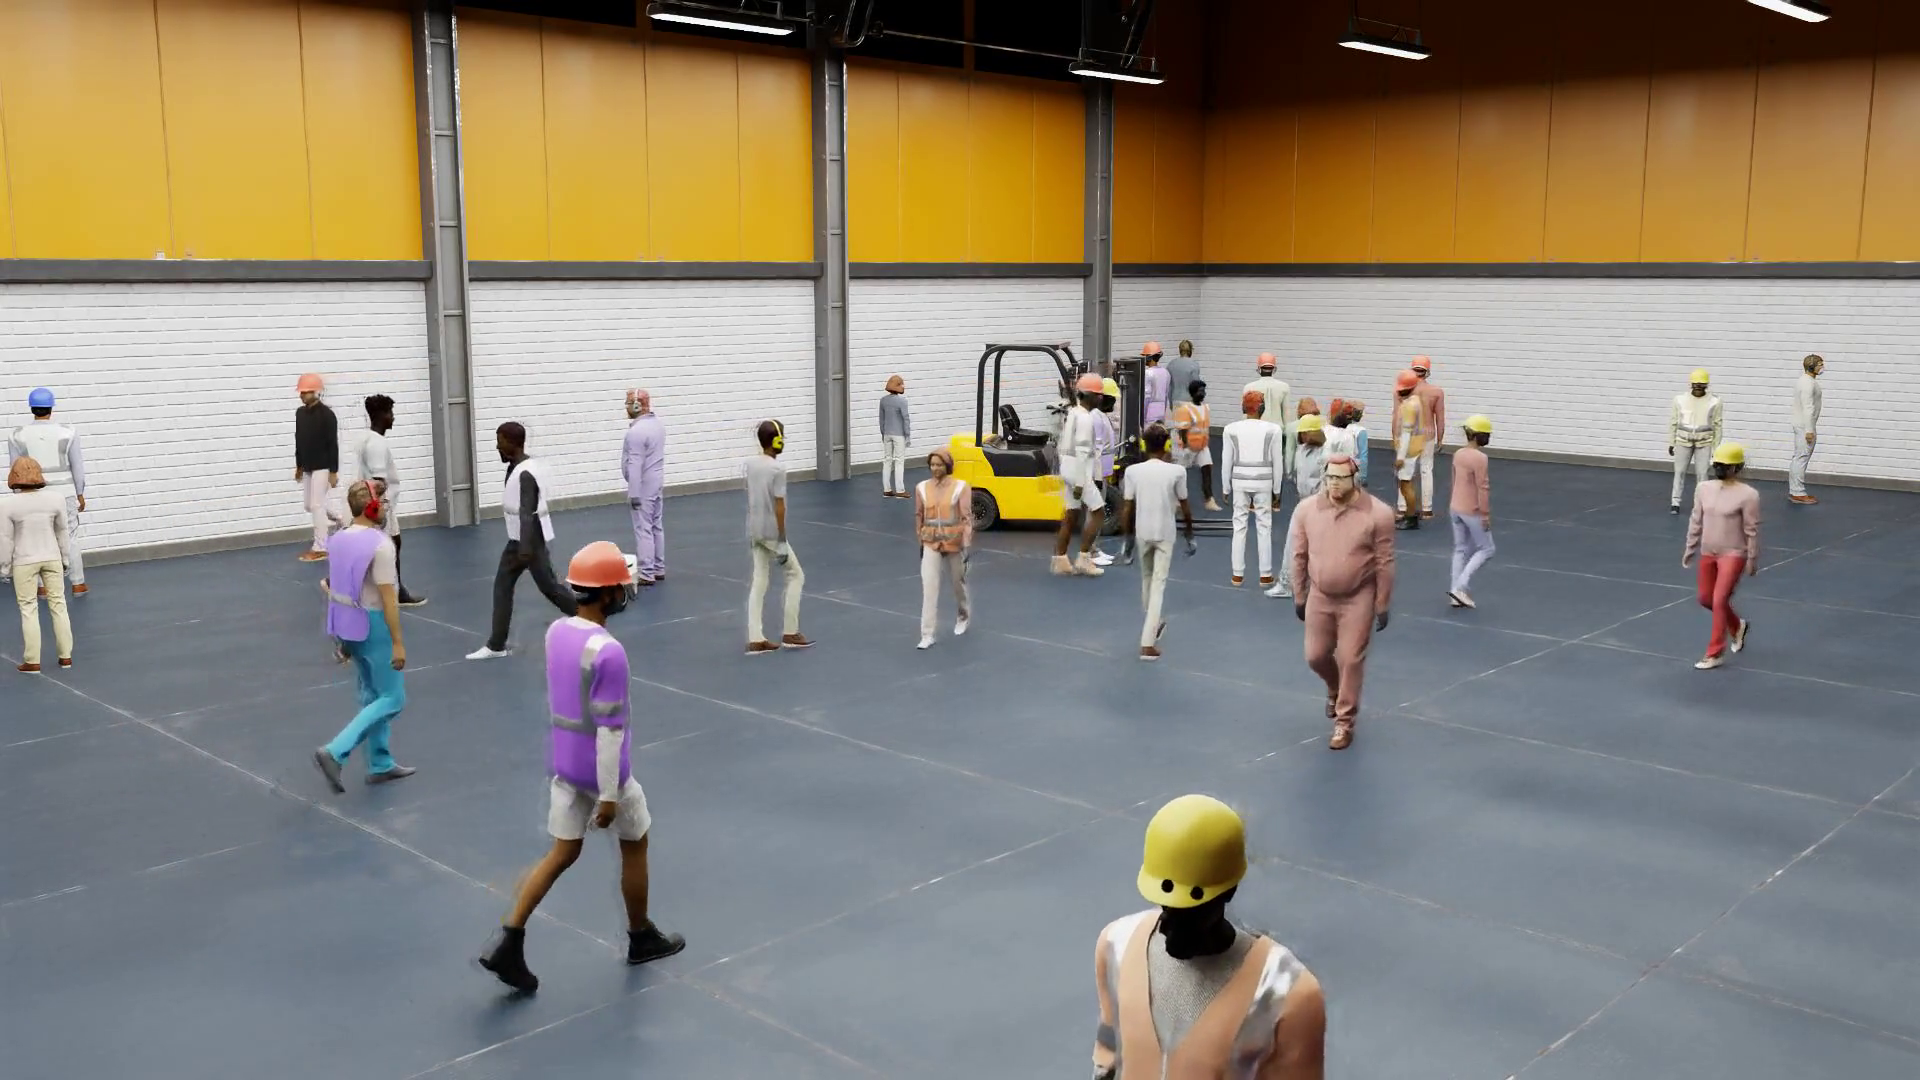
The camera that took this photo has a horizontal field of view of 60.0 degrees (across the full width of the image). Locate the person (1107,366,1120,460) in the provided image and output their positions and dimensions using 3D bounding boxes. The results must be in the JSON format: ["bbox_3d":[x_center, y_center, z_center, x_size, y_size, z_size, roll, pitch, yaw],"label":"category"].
[{"bbox_3d":[2.094,-1.348,21.381,0.627,1.815,0.753,-6,11,-31],"label":"person"}]

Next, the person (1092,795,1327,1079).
[{"bbox_3d":[0.542,1.482,3.774,0.600,1.902,0.796,7,12,38],"label":"person"}]

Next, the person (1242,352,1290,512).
[{"bbox_3d":[3.814,-1.340,20.780,0.609,1.995,0.378,-1,9,-6],"label":"person"}]

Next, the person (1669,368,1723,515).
[{"bbox_3d":[9.051,-1.203,20.481,0.600,1.824,0.403,5,10,27],"label":"person"}]

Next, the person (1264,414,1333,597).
[{"bbox_3d":[3.164,-0.288,15.222,0.844,1.707,0.499,-6,11,-33],"label":"person"}]

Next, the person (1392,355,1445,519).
[{"bbox_3d":[5.562,-1.247,20.210,0.622,1.993,0.382,3,10,15],"label":"person"}]

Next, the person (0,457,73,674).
[{"bbox_3d":[-6.958,0.188,12.519,0.283,1.633,0.497,8,12,41],"label":"person"}]

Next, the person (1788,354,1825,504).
[{"bbox_3d":[10.995,-1.444,21.592,0.372,1.940,0.632,3,10,20],"label":"person"}]

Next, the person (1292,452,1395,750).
[{"bbox_3d":[2.470,0.361,10.699,0.657,1.890,0.644,5,11,29],"label":"person"}]

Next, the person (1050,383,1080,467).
[{"bbox_3d":[1.417,-1.186,21.019,0.690,1.606,0.524,9,13,43],"label":"person"}]

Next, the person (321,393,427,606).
[{"bbox_3d":[-5.243,-0.331,14.758,0.820,1.947,0.610,-4,10,-21],"label":"person"}]

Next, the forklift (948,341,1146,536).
[{"bbox_3d":[0.977,-1.223,19.452,2.313,2.155,1.214,2,9,11],"label":"forklift"}]

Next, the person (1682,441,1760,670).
[{"bbox_3d":[5.883,0.098,12.736,0.690,1.742,0.525,-5,11,-28],"label":"person"}]

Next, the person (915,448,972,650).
[{"bbox_3d":[-0.114,0.039,13.554,0.512,1.597,0.853,3,10,16],"label":"person"}]

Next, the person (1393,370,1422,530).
[{"bbox_3d":[5.164,-1.035,19.260,0.379,1.879,0.647,2,10,14],"label":"person"}]

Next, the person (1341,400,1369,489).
[{"bbox_3d":[4.173,-0.677,17.810,0.312,1.637,0.512,-5,11,-29],"label":"person"}]

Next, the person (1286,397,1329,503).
[{"bbox_3d":[3.954,-0.802,18.674,0.547,1.609,0.667,4,10,24],"label":"person"}]

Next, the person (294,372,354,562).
[{"bbox_3d":[-6.652,-0.780,17.419,0.629,1.970,0.716,7,12,38],"label":"person"}]

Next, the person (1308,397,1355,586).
[{"bbox_3d":[3.454,-0.437,15.759,0.864,1.852,0.589,-4,10,-25],"label":"person"}]

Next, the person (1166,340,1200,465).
[{"bbox_3d":[3.477,-2.128,25.783,0.371,1.941,0.627,-9,13,-44],"label":"person"}]

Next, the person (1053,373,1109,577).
[{"bbox_3d":[1.215,-0.628,16.346,0.641,2.019,0.620,-2,9,-10],"label":"person"}]

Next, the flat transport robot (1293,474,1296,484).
[{"bbox_3d":[4.993,-0.810,22.801,0.652,0.197,1.431,1,9,3],"label":"flat transport robot"}]

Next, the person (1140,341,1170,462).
[{"bbox_3d":[2.615,-1.696,22.813,0.373,2.042,0.614,7,12,38],"label":"person"}]

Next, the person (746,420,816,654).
[{"bbox_3d":[-1.435,-0.031,13.198,0.704,1.843,0.577,-9,13,-43],"label":"person"}]

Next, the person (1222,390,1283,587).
[{"bbox_3d":[2.794,-0.490,15.907,0.572,1.885,0.358,3,10,16],"label":"person"}]

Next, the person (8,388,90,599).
[{"bbox_3d":[-8.386,-0.426,15.315,0.605,1.949,0.400,-4,10,-22],"label":"person"}]

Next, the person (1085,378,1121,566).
[{"bbox_3d":[1.459,-0.708,17.119,0.384,1.922,0.593,2,9,10],"label":"person"}]

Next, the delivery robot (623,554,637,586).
[{"bbox_3d":[-3.178,0.282,14.954,0.477,0.478,0.707,2,9,10],"label":"delivery robot"}]

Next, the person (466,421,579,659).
[{"bbox_3d":[-3.345,-0.008,13.040,1.017,1.872,0.605,-5,11,-28],"label":"person"}]

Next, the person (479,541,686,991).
[{"bbox_3d":[-1.611,0.953,7.021,0.545,1.909,0.912,9,13,42],"label":"person"}]

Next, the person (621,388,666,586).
[{"bbox_3d":[-3.053,-0.505,15.980,0.399,1.901,0.650,2,9,12],"label":"person"}]

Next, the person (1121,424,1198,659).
[{"bbox_3d":[1.575,-0.007,13.172,0.536,1.815,0.993,4,10,24],"label":"person"}]

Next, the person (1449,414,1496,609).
[{"bbox_3d":[4.550,-0.243,14.783,0.361,1.757,0.566,-2,9,-12],"label":"person"}]

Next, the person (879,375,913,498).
[{"bbox_3d":[-0.854,-1.367,22.050,0.507,1.632,0.273,8,12,40],"label":"person"}]

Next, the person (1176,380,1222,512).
[{"bbox_3d":[2.924,-1.196,20.942,0.540,1.655,0.872,-7,12,-36],"label":"person"}]

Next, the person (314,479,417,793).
[{"bbox_3d":[-3.471,0.564,9.625,0.593,1.826,0.587,-9,13,-43],"label":"person"}]
